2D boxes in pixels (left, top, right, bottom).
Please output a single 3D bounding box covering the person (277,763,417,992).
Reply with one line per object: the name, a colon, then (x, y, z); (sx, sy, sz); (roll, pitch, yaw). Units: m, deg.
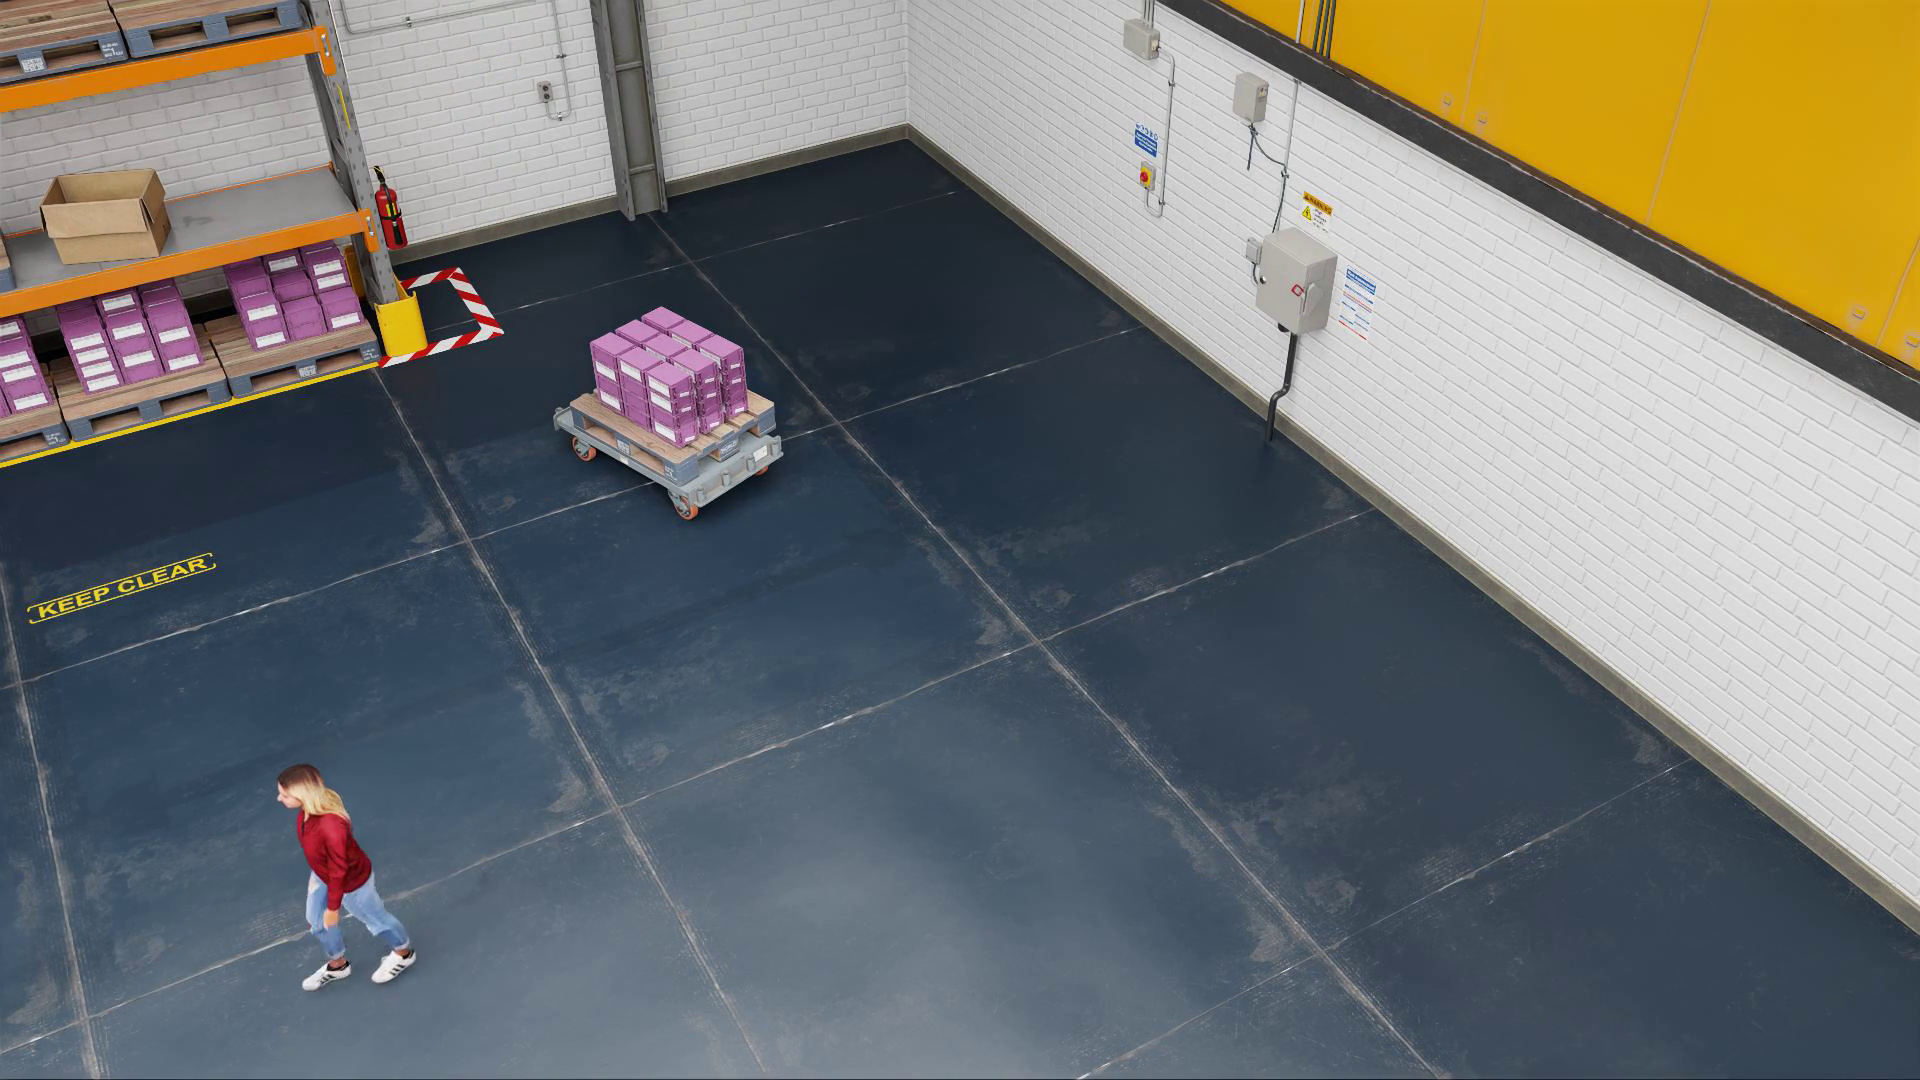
person: (-3.125, 1.713, 8.644); (0.850, 1.612, 0.702); (-30, 48, -32)
